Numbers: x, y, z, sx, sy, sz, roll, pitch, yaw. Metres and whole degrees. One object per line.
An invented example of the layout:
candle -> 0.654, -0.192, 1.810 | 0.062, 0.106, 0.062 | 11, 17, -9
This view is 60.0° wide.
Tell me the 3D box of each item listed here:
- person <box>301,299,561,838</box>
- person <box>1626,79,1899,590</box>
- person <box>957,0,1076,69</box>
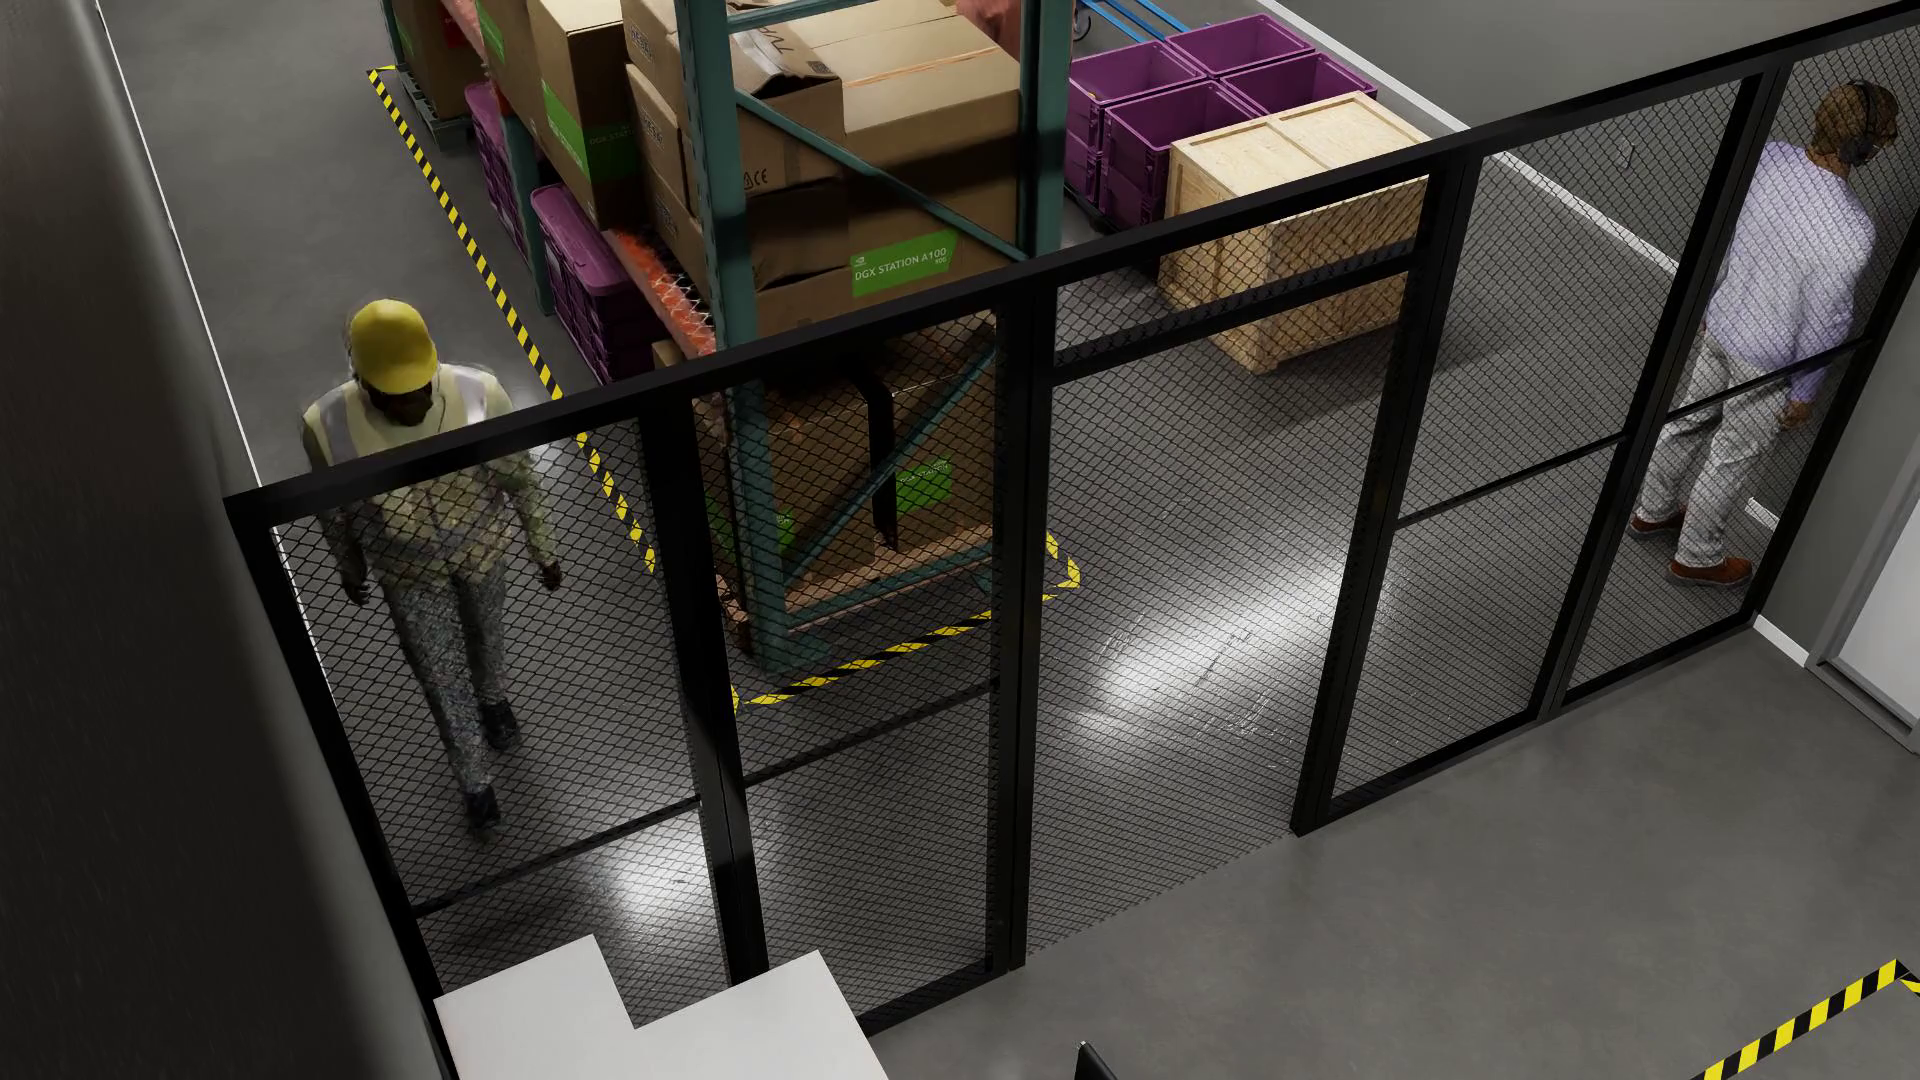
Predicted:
person -> -1.496, 0.096, 4.935 | 0.631, 1.799, 0.785 | -19, 46, -19
person -> 2.732, -0.666, 5.673 | 0.362, 1.939, 0.636 | -9, 43, -9
person -> 0.212, -1.807, 6.879 | 0.610, 1.997, 0.376 | -30, 50, -29
